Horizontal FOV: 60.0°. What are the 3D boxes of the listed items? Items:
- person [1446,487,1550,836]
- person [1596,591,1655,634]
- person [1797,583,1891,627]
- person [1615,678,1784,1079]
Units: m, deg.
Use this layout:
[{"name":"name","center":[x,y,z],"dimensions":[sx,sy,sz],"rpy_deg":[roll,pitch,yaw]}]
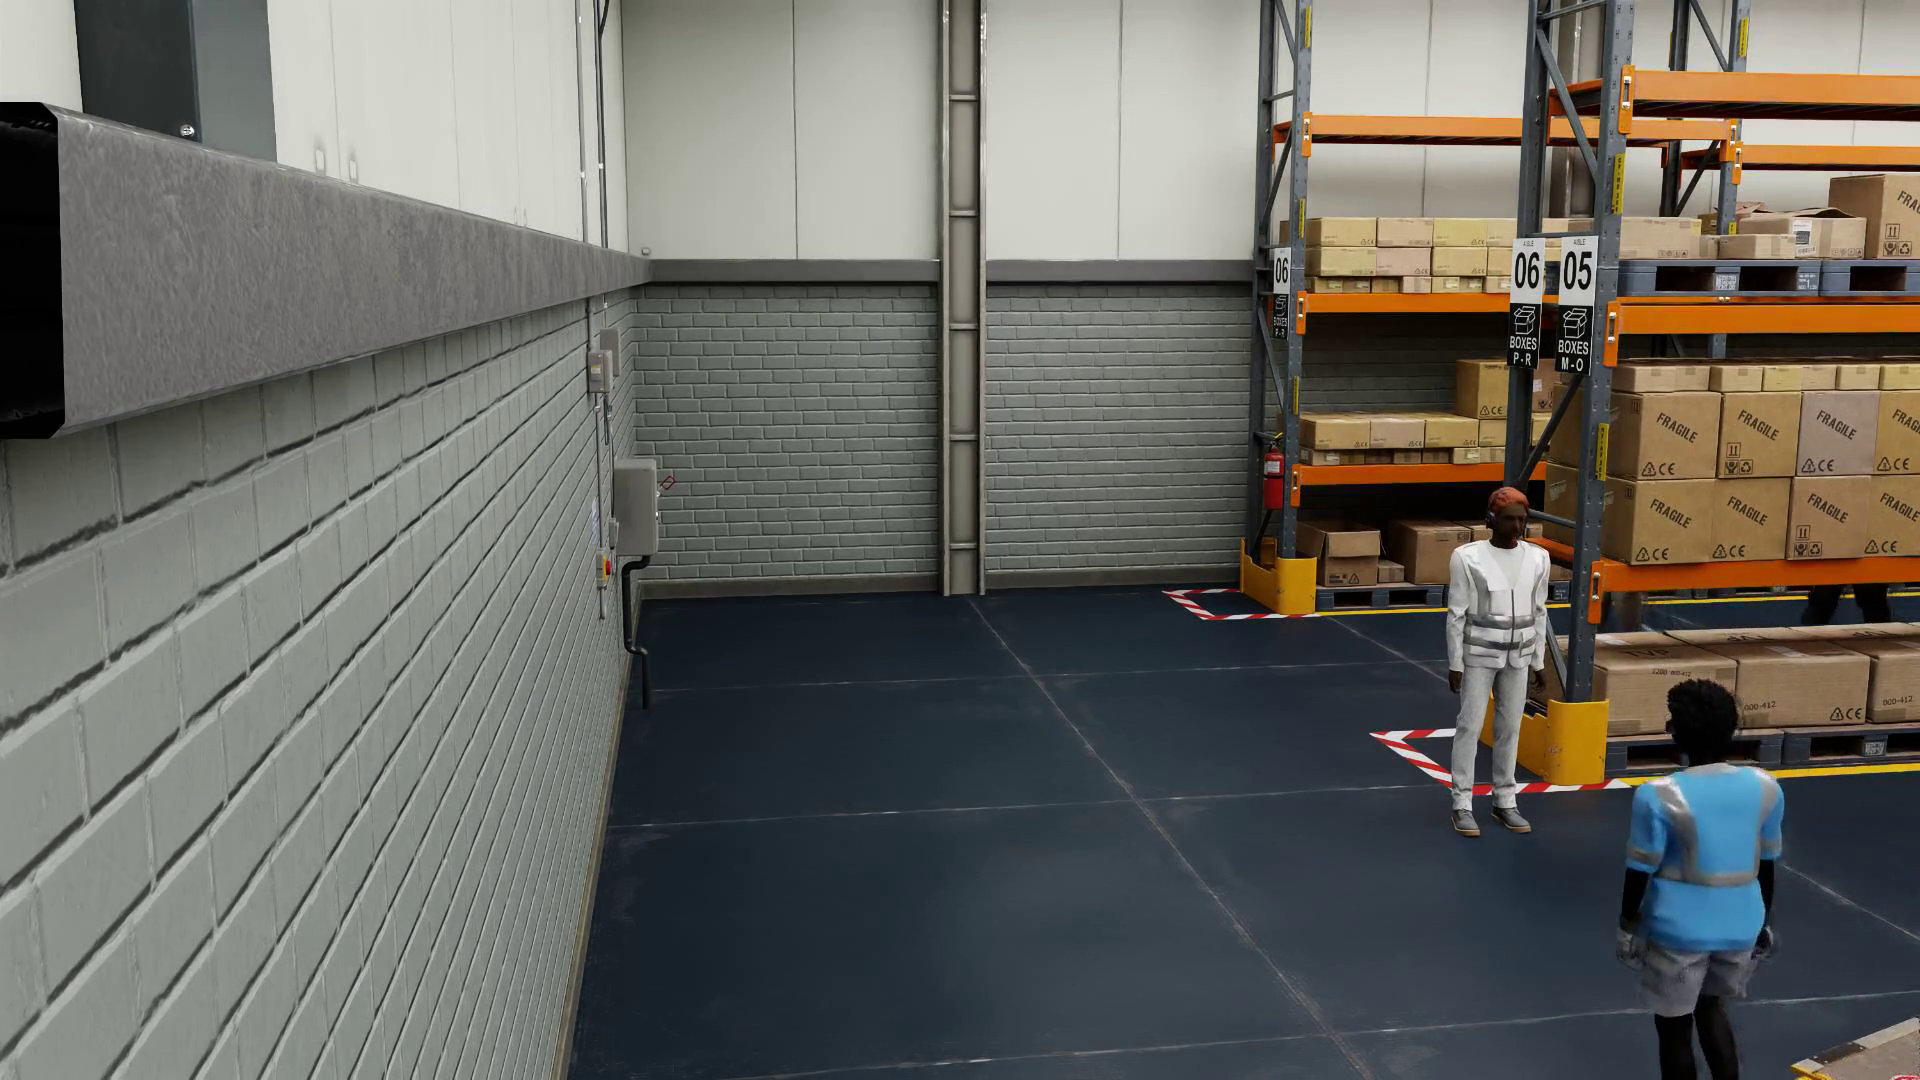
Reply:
[{"name":"person","center":[2.892,0.653,8.956],"dimensions":[0.576,1.882,0.355],"rpy_deg":[-2,9,-10]},{"name":"person","center":[4.641,0.216,11.577],"dimensions":[0.834,1.918,0.641],"rpy_deg":[-2,10,-15]},{"name":"person","center":[6.416,0.060,12.126],"dimensions":[0.969,2.000,0.708],"rpy_deg":[-2,9,-10]},{"name":"person","center":[2.462,1.295,5.582],"dimensions":[0.552,1.682,0.366],"rpy_deg":[-2,9,-11]}]
